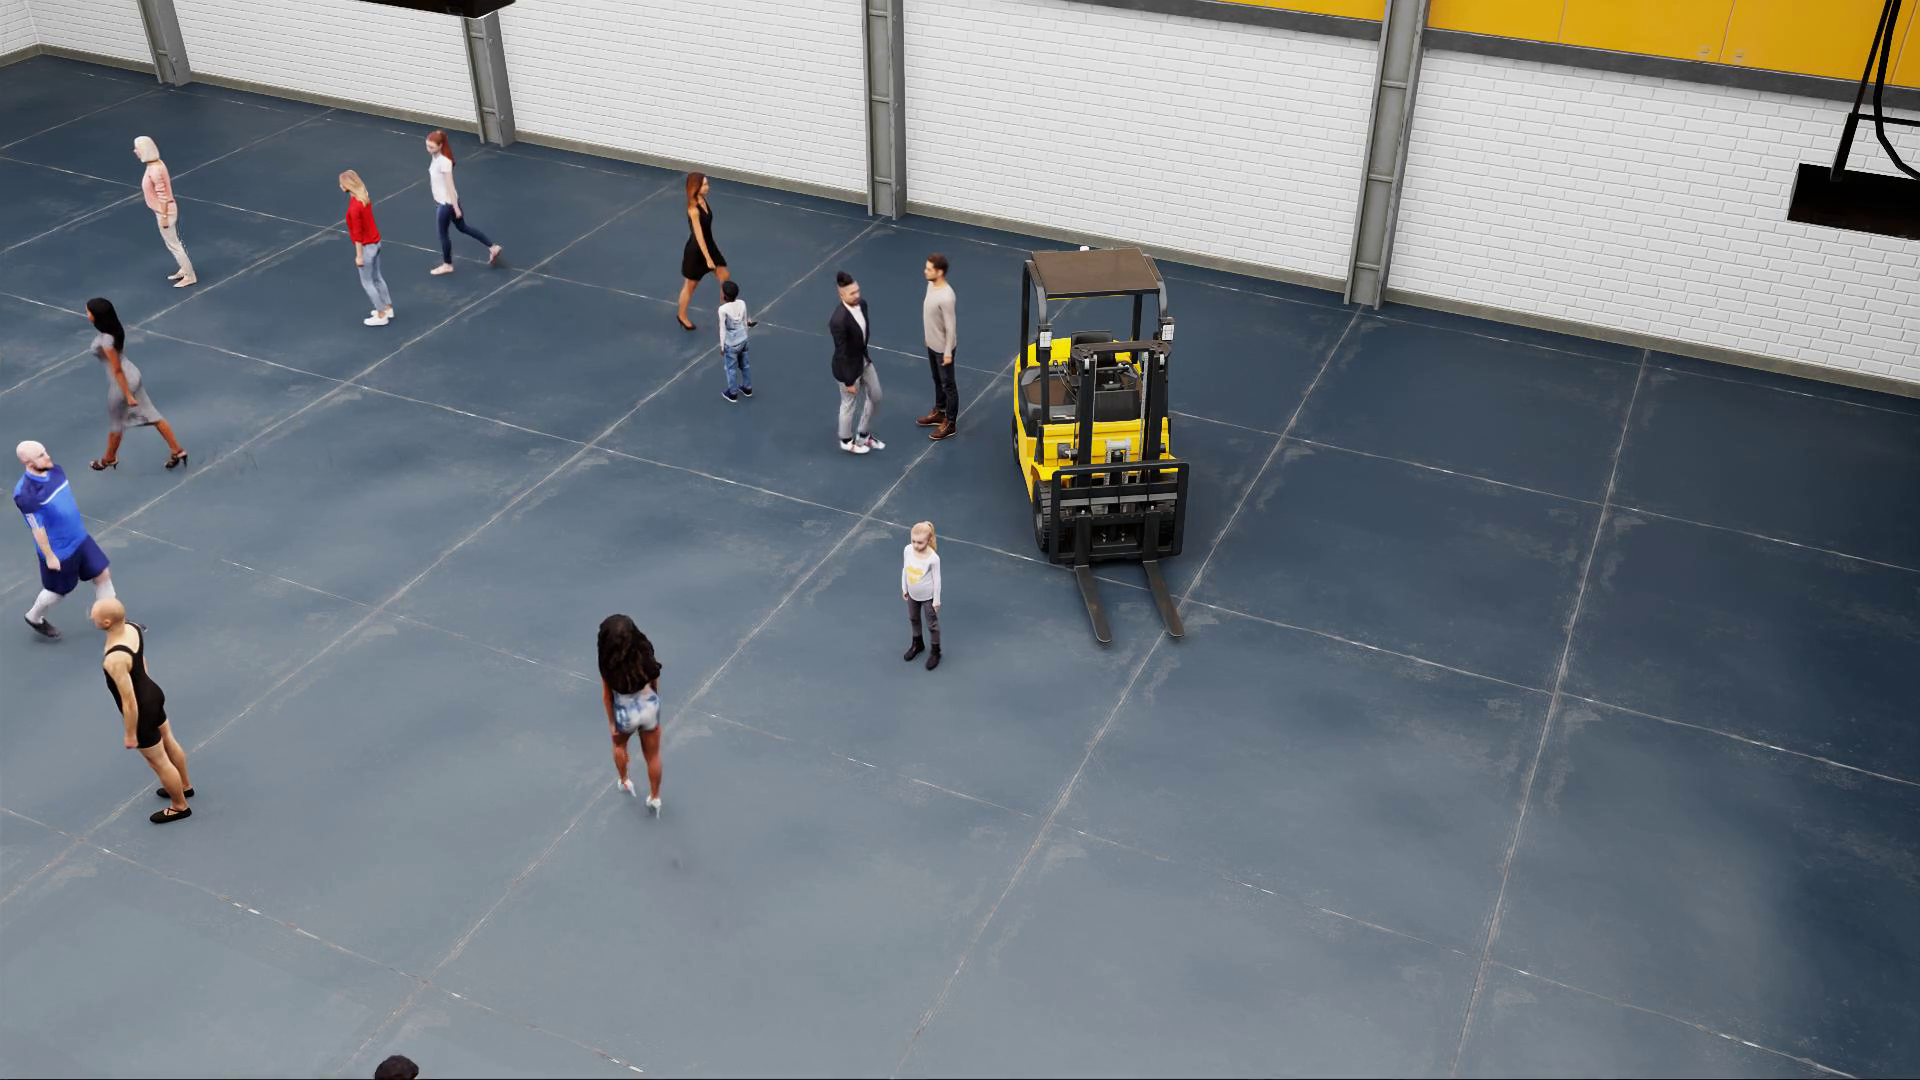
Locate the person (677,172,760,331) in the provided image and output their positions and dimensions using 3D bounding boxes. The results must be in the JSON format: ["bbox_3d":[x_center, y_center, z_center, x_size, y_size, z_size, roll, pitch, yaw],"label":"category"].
[{"bbox_3d":[-2.804,-2.957,17.450,1.195,1.791,0.815,5,34,7],"label":"person"}]

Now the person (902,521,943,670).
[{"bbox_3d":[-0.286,0.406,12.857,0.461,1.274,0.580,20,39,28],"label":"person"}]

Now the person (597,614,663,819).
[{"bbox_3d":[-2.171,1.241,11.299,0.748,1.609,0.816,-15,37,-22],"label":"person"}]

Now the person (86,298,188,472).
[{"bbox_3d":[-7.466,-1.376,15.117,1.148,1.741,0.940,-3,34,-4],"label":"person"}]

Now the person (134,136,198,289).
[{"bbox_3d":[-8.890,-3.688,18.607,0.745,1.727,0.666,-15,36,-21],"label":"person"}]

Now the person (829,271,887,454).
[{"bbox_3d":[-1.083,-1.639,15.343,0.644,1.927,0.711,14,36,20],"label":"person"}]

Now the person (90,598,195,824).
[{"bbox_3d":[-5.530,1.138,11.267,0.725,1.815,0.714,-6,34,-8],"label":"person"}]

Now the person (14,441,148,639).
[{"bbox_3d":[-7.048,0.040,12.920,1.243,1.814,0.942,3,34,4],"label":"person"}]

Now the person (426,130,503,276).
[{"bbox_3d":[-5.683,-3.821,18.831,1.122,1.701,1.035,-8,34,-12],"label":"person"}]

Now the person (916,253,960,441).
[{"bbox_3d":[-0.178,-1.847,15.713,0.800,1.865,0.723,-14,36,-20],"label":"person"}]

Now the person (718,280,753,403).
[{"bbox_3d":[-2.234,-1.977,16.456,0.535,1.258,0.571,-28,43,-35],"label":"person"}]

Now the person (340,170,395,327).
[{"bbox_3d":[-6.321,-3.115,17.773,0.688,1.695,0.707,-2,34,-2],"label":"person"}]
